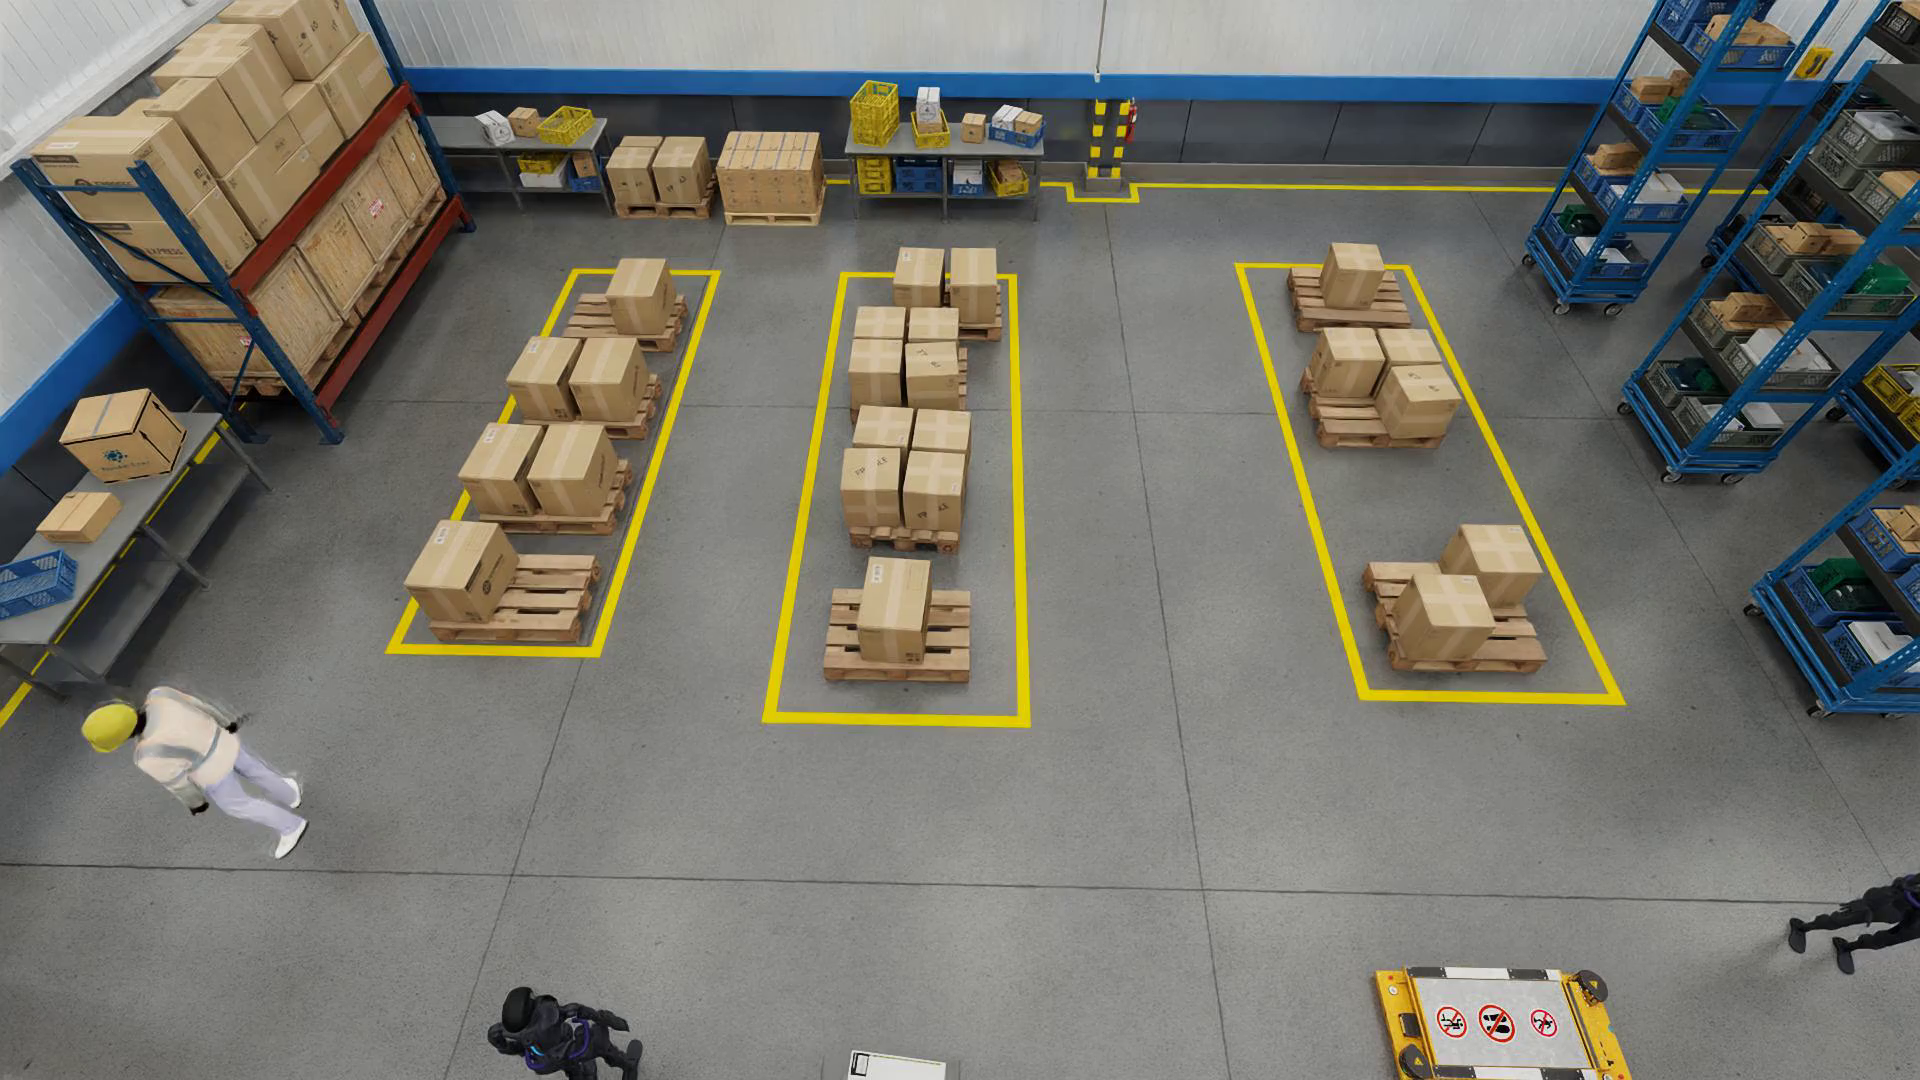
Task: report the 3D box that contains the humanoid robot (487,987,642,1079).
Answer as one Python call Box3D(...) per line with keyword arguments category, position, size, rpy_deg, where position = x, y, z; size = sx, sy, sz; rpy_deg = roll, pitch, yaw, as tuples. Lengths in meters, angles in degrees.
Box3D(category="humanoid robot", position=(-2.248, 2.858, 5.238), size=(0.609, 1.657, 0.314), rpy_deg=(-14, 52, -11))

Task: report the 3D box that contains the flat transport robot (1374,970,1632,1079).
Box3D(category="flat transport robot", position=(3.501, 3.133, 5.914), size=(1.431, 0.197, 0.652), rpy_deg=(1, 51, 1))

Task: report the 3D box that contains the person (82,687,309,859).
Box3D(category="person", position=(-5.089, 1.503, 6.226), size=(0.368, 1.879, 0.689), rpy_deg=(-10, 52, -8))

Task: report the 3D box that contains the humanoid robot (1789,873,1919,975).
Box3D(category="humanoid robot", position=(5.928, 2.324, 5.681), size=(0.582, 1.652, 0.337), rpy_deg=(23, 54, 17))
